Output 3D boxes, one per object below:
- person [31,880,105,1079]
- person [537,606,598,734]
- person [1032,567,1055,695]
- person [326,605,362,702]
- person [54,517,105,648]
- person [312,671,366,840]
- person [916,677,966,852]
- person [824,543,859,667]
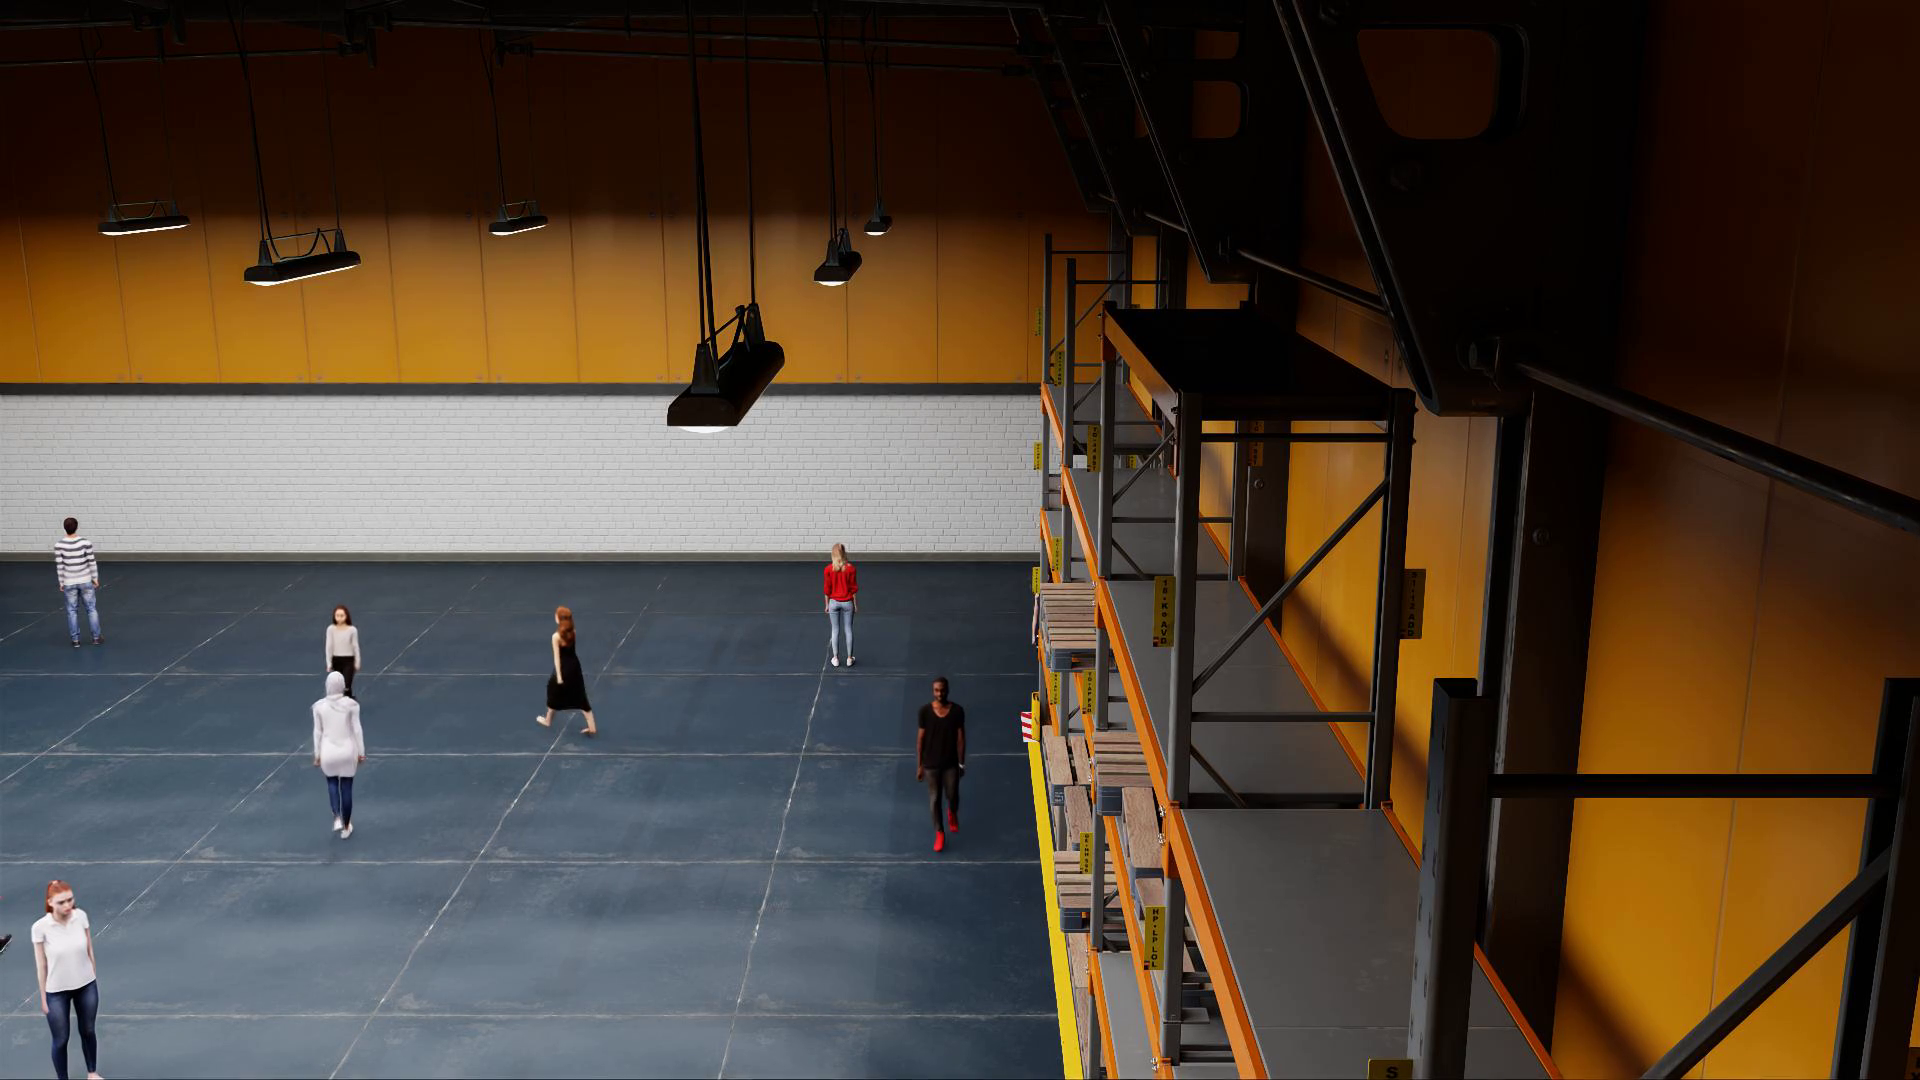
[{"bbox_3d":[-6.668,3.357,12.432,0.693,1.736,0.630,13,19,42],"label":"person"},{"bbox_3d":[-4.650,1.609,19.991,1.031,1.576,1.118,8,16,31],"label":"person"},{"bbox_3d":[1.157,1.181,21.408,0.676,1.742,0.698,9,16,32],"label":"person"},{"bbox_3d":[-7.642,1.512,20.631,0.591,1.462,0.969,-2,14,-6],"label":"person"},{"bbox_3d":[-12.535,0.587,23.625,0.722,1.853,0.689,-7,15,-26],"label":"person"},{"bbox_3d":[-6.366,2.230,17.012,0.689,1.770,0.667,-3,14,-12],"label":"person"},{"bbox_3d":[-0.183,2.237,16.940,0.671,1.791,0.822,1,14,4],"label":"person"},{"bbox_3d":[-1.630,0.879,22.730,0.633,1.706,0.515,-1,14,-4],"label":"person"}]
